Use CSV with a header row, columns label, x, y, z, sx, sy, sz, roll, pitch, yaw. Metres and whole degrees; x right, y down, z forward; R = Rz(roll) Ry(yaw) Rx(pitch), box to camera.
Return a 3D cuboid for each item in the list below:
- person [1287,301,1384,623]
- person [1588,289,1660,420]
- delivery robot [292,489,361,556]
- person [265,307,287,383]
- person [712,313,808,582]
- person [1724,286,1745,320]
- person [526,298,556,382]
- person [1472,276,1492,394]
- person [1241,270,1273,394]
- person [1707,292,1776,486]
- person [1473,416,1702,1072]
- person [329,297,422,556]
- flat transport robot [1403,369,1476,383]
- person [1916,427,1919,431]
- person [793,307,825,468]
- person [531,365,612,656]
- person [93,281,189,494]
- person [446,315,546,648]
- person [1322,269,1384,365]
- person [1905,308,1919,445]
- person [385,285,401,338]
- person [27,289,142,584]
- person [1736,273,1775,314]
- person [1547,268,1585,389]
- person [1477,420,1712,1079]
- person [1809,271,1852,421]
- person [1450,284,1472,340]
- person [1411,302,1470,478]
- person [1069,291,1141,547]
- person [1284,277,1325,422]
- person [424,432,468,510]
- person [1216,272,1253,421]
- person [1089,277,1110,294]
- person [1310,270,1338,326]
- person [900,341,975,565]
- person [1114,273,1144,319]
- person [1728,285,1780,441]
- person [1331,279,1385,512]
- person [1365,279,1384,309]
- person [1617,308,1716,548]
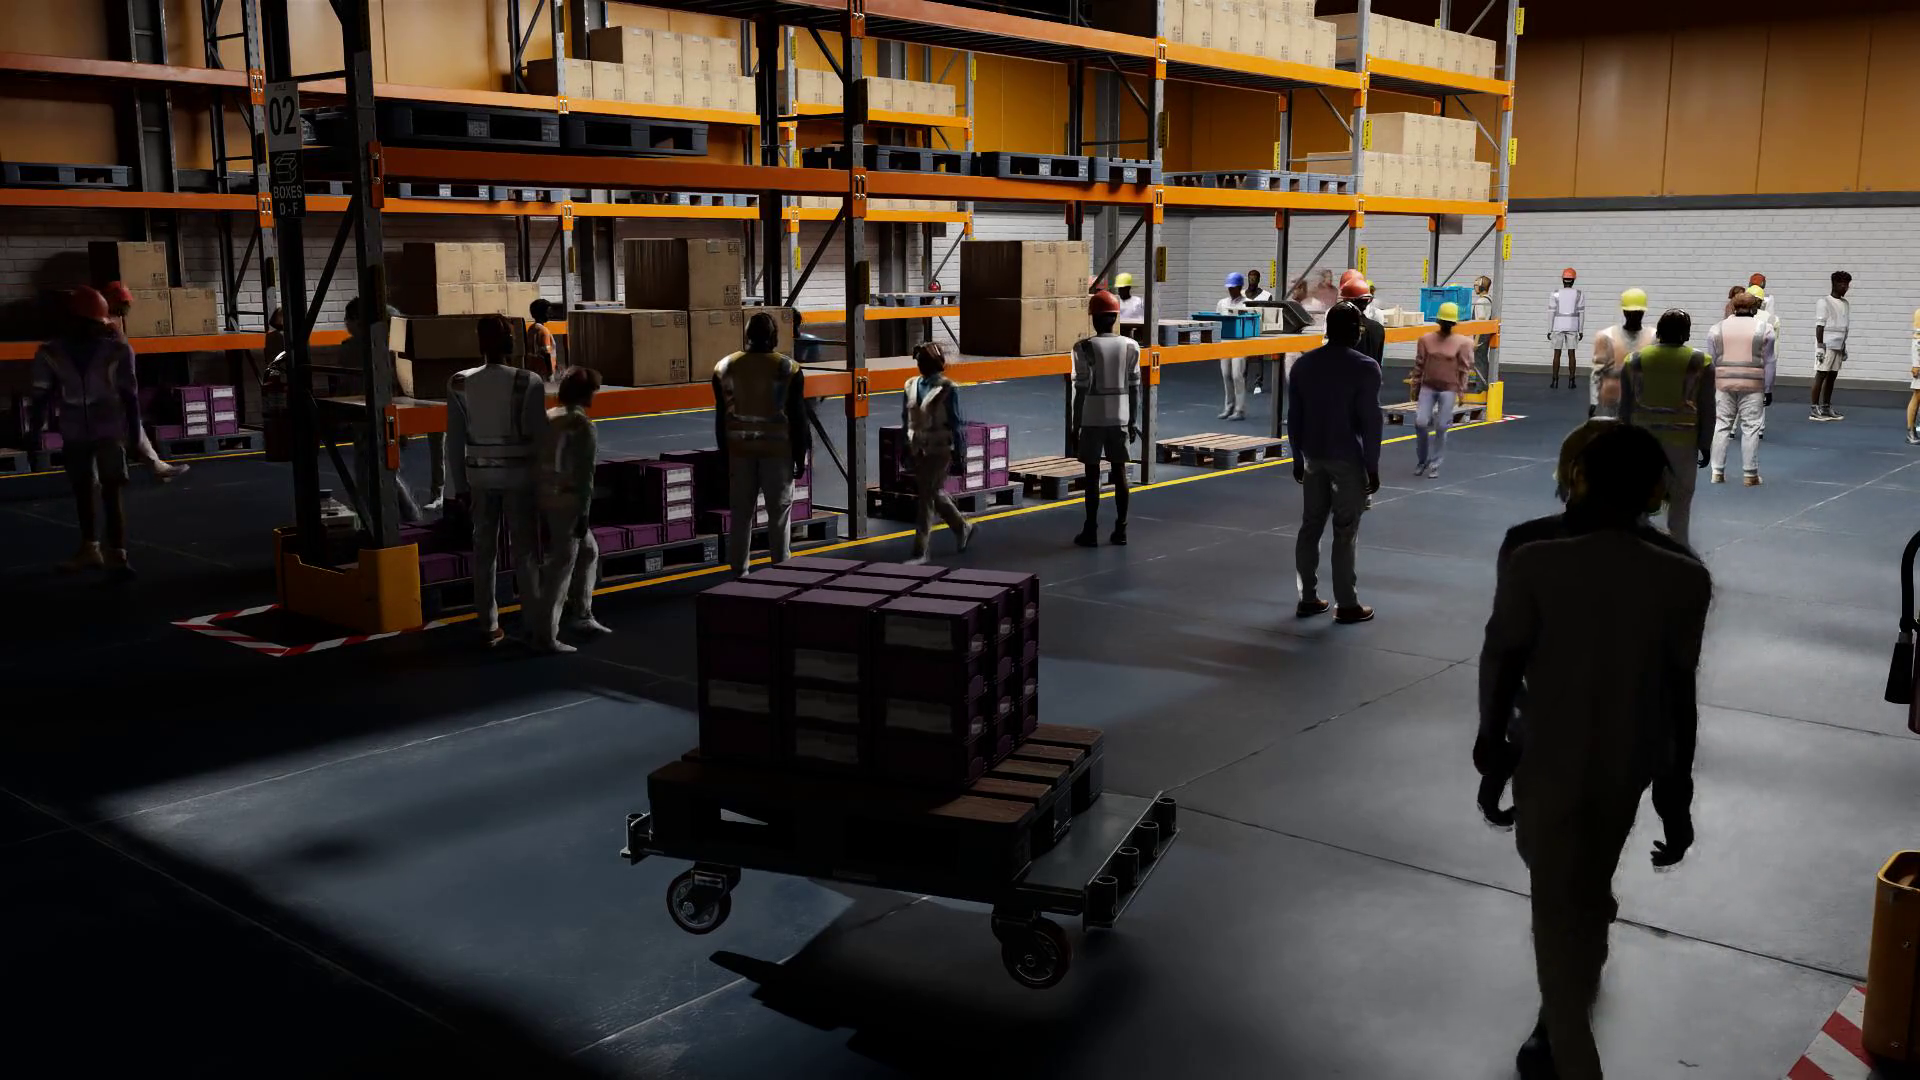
label,x,y,z,sx,sy,sz,roll,pitch,yaw
person,2.269,-0.469,10.067,0.353,1.937,0.635,-9,14,-42
person,5.728,-1.191,14.294,0.600,1.896,0.857,4,11,19
delivery robot,-4.466,-0.114,11.717,0.477,0.478,0.707,-6,12,-31
person,-7.276,-1.688,17.912,0.504,1.629,0.282,7,12,34
person,-1.297,-0.567,10.931,0.625,1.837,0.429,1,10,8
person,12.703,-3.359,27.384,0.313,1.637,0.513,7,12,35
person,-4.679,-1.852,18.629,0.318,1.697,0.533,-7,12,-34
person,7.682,-2.962,24.531,0.340,1.845,0.513,6,12,32
person,4.543,-3.228,25.850,0.593,1.914,0.391,5,11,27
person,7.450,-1.439,15.883,0.621,1.839,0.429,8,13,39
person,1.807,0.526,4.796,0.598,1.799,0.838,9,14,43
person,-4.366,-0.868,12.466,0.630,1.908,0.861,8,13,38
flat transport robot,8.067,-2.684,27.424,1.431,0.197,0.652,-6,11,-29
person,11.964,-2.161,20.297,0.499,1.753,0.363,0,10,1
person,-1.633,-1.508,16.731,0.549,1.665,0.533,5,11,27
person,-2.212,-0.179,9.375,0.656,1.594,0.531,-8,13,-38
person,-7.704,-1.411,15.410,1.013,1.939,0.625,-8,12,-37
person,-2.586,-0.323,9.396,0.575,1.883,0.362,1,10,4
person,3.924,-1.692,16.731,0.616,2.041,0.381,6,11,29
person,11.182,-2.051,19.073,0.547,1.939,0.376,-2,10,-9
person,-6.262,-1.876,18.143,0.663,1.919,0.592,6,12,30
person,-5.939,-0.696,11.272,0.696,1.973,0.947,-2,10,-14
person,11.725,-2.991,24.572,0.572,1.887,0.353,9,13,42
person,9.754,-3.406,26.793,0.551,1.935,0.375,3,10,17
person,1.606,0.614,4.237,0.521,1.823,0.911,2,10,9
person,11.452,-2.549,21.846,0.603,1.961,0.368,-6,12,-31
person,6.897,-2.712,23.357,0.523,1.759,0.334,3,10,16
person,4.691,-1.457,16.271,0.549,1.737,0.400,5,11,27
person,1.085,-0.911,12.595,0.551,1.935,0.363,-3,10,-15
person,4.330,-2.416,21.292,0.423,1.889,0.660,-8,13,-40
person,-4.437,-1.069,14.349,0.509,1.632,0.267,0,10,2
person,3.583,-2.542,21.855,0.457,1.937,0.623,-8,13,-39
person,1.786,-2.414,21.311,1.011,1.874,0.563,-9,13,-42
person,6.739,-4.064,30.790,0.663,1.858,1.011,-4,11,-23
person,-0.159,-0.635,11.959,0.525,1.605,0.791,9,14,43
person,2.249,-2.716,22.966,0.606,1.901,0.769,7,12,33
person,9.262,-2.066,19.508,0.590,1.823,0.404,4,11,23
person,3.358,-1.224,14.206,0.609,1.995,0.375,-8,13,-38
person,6.511,-3.315,26.794,0.555,1.739,0.685,-3,10,-17
person,4.884,-0.675,11.517,0.636,1.842,0.429,7,12,33
